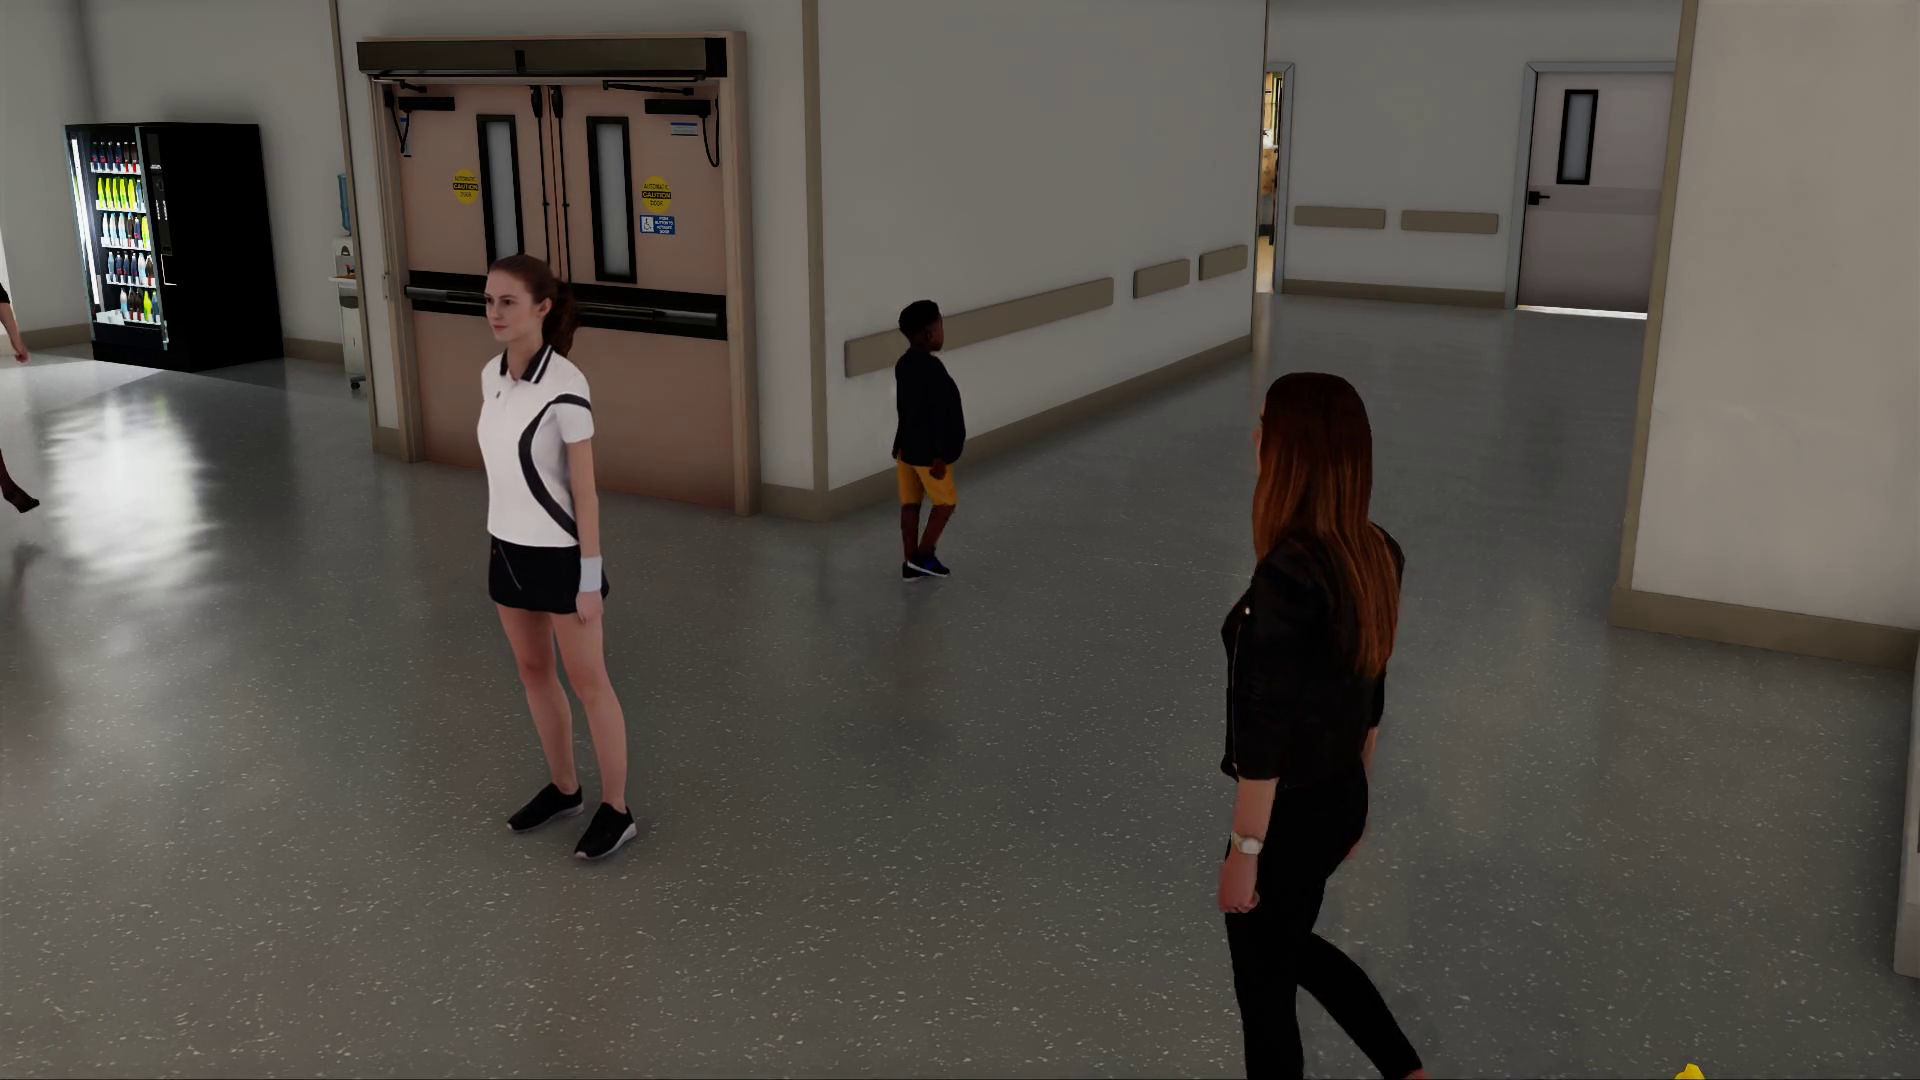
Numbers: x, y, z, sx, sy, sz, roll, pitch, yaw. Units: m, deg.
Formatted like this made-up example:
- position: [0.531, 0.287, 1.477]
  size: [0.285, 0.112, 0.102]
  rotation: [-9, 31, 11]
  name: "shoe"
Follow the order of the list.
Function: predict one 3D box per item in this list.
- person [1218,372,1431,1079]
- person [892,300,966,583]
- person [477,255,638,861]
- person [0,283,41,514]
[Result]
- position: [0.730, 0.546, 3.133]
  size: [0.794, 1.697, 0.628]
  rotation: [10, 19, 31]
  name: "person"
- position: [-0.214, -0.421, 7.359]
  size: [0.669, 1.265, 0.563]
  rotation: [-12, 19, -36]
  name: "person"
- position: [-1.174, 0.059, 4.775]
  size: [0.513, 1.743, 0.659]
  rotation: [11, 19, 34]
  name: "person"
- position: [-5.127, -0.933, 8.467]
  size: [1.104, 1.650, 0.605]
  rotation: [8, 18, 27]
  name: "person"
